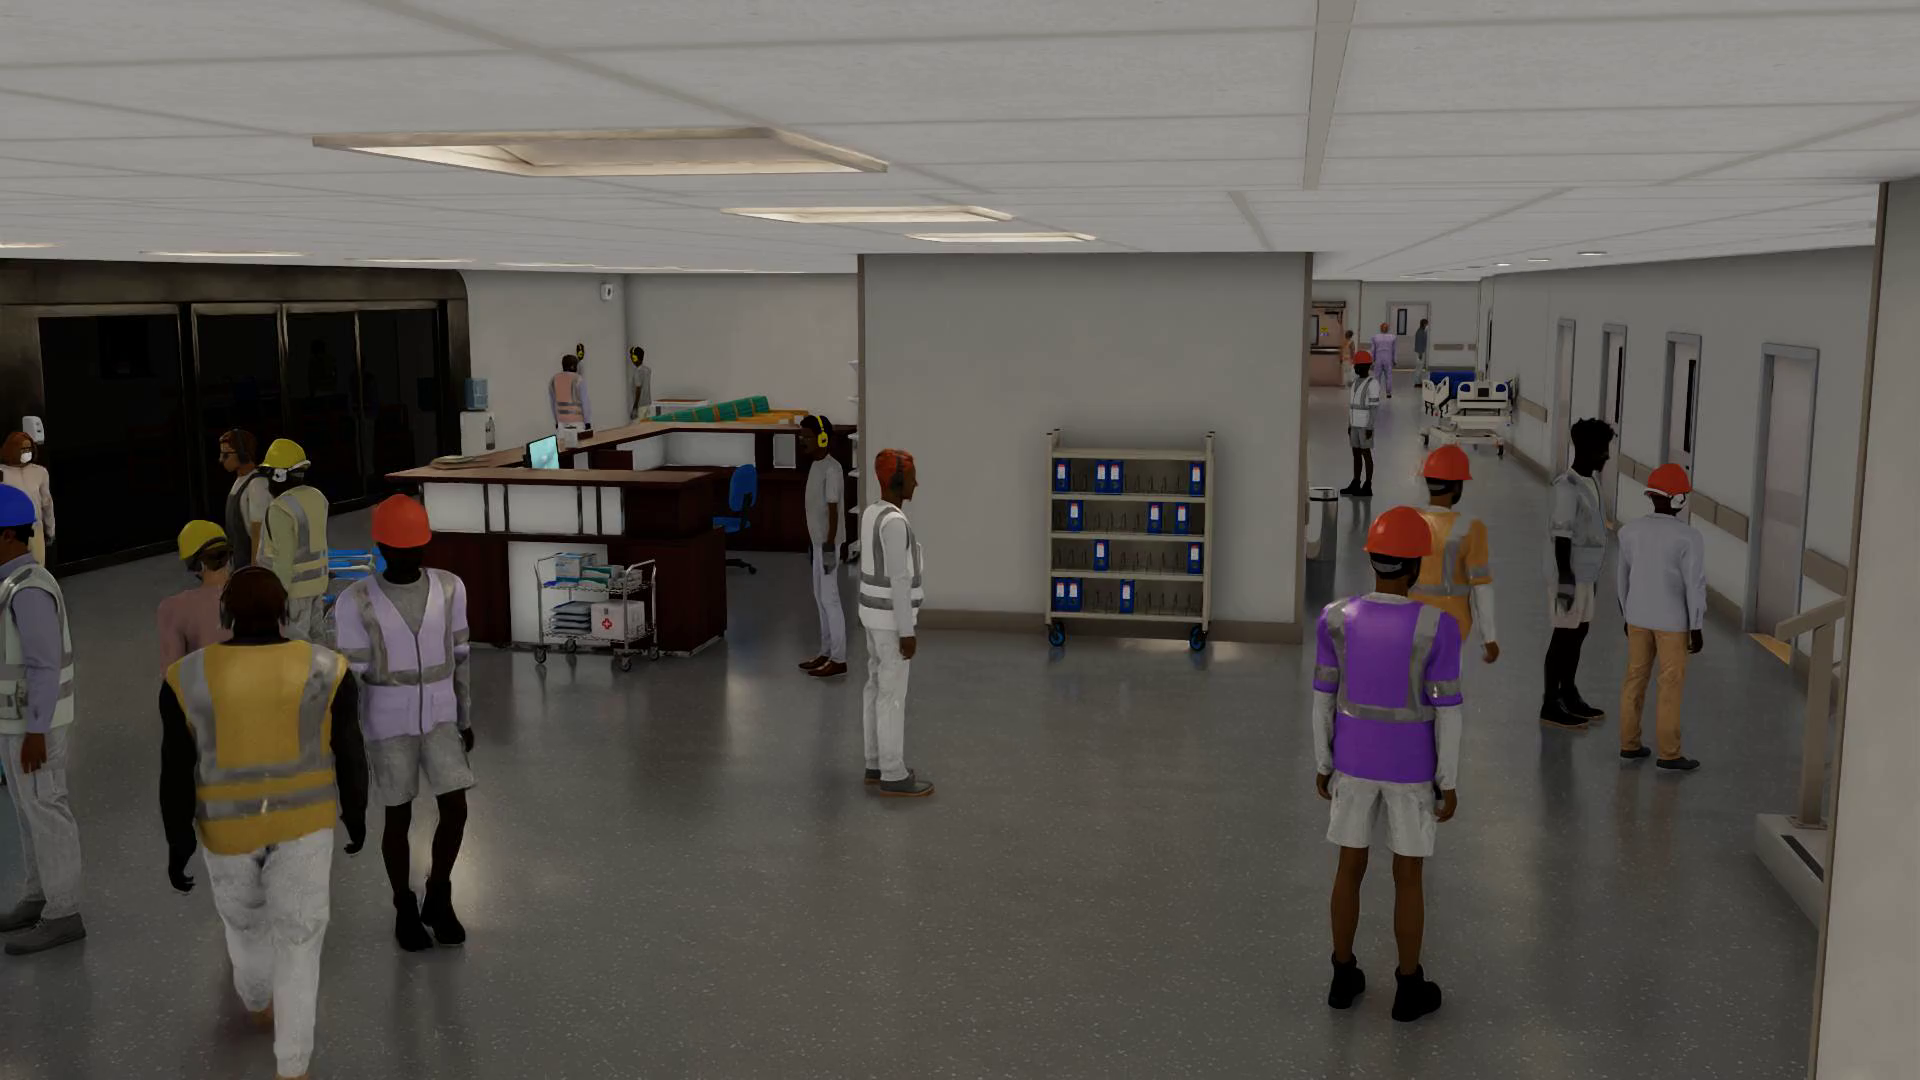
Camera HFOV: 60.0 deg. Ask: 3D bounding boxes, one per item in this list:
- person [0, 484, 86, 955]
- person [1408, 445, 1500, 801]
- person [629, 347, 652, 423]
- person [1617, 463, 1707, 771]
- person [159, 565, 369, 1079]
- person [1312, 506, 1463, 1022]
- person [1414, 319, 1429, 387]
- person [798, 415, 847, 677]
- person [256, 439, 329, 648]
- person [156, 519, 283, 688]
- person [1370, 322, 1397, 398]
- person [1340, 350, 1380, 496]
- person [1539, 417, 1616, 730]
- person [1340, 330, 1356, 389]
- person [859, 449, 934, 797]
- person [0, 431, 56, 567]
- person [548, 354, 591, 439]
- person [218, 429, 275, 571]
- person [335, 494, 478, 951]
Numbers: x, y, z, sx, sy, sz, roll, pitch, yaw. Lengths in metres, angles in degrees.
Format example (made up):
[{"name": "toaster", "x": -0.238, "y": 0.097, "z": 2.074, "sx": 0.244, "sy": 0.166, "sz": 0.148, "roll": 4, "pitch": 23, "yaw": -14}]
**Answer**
[{"name": "person", "x": -3.903, "y": 0.731, "z": 6.937, "sx": 0.388, "sy": 1.947, "sz": 0.611, "roll": -7, "pitch": 11, "yaw": -39}, {"name": "person", "x": 2.584, "y": 0.452, "z": 8.867, "sx": 0.560, "sy": 1.917, "sz": 0.563, "roll": -7, "pitch": 11, "yaw": -39}, {"name": "person", "x": -4.929, "y": -2.043, "z": 25.632, "sx": 0.328, "sy": 1.865, "sz": 0.521, "roll": 2, "pitch": 9, "yaw": 13}, {"name": "person", "x": 4.021, "y": 0.436, "z": 9.520, "sx": 0.318, "sy": 1.756, "sz": 0.561, "roll": -5, "pitch": 10, "yaw": -29}, {"name": "person", "x": -2.416, "y": 0.971, "z": 5.832, "sx": 0.654, "sy": 1.794, "sz": 0.959, "roll": -3, "pitch": 9, "yaw": -20}, {"name": "person", "x": 1.613, "y": 0.835, "z": 6.277, "sx": 0.553, "sy": 1.935, "sz": 0.361, "roll": 5, "pitch": 10, "yaw": 30}, {"name": "person", "x": 12.928, "y": -5.237, "z": 46.617, "sx": 0.384, "sy": 1.930, "sz": 0.634, "roll": 3, "pitch": 9, "yaw": 22}, {"name": "person", "x": -0.977, "y": 0.039, "z": 11.826, "sx": 0.326, "sy": 1.862, "sz": 0.509, "roll": -3, "pitch": 9, "yaw": -19}, {"name": "person", "x": -4.100, "y": 0.292, "z": 10.229, "sx": 0.403, "sy": 1.833, "sz": 0.586, "roll": 0, "pitch": 9, "yaw": 2}, {"name": "person", "x": -3.308, "y": 0.764, "z": 7.527, "sx": 0.544, "sy": 1.707, "sz": 0.886, "roll": -4, "pitch": 10, "yaw": -27}, {"name": "person", "x": 10.719, "y": -4.548, "z": 42.103, "sx": 0.655, "sy": 1.906, "sz": 0.407, "roll": 2, "pitch": 9, "yaw": 10}, {"name": "person", "x": 5.319, "y": -1.545, "z": 22.078, "sx": 0.357, "sy": 1.938, "sz": 0.542, "roll": -3, "pitch": 9, "yaw": -20}, {"name": "person", "x": 3.862, "y": 0.205, "z": 10.419, "sx": 0.385, "sy": 1.955, "sz": 0.608, "roll": 6, "pitch": 11, "yaw": 36}, {"name": "person", "x": 10.673, "y": -4.941, "z": 45.670, "sx": 0.439, "sy": 1.623, "sz": 0.520, "roll": -3, "pitch": 9, "yaw": -21}, {"name": "person", "x": -0.367, "y": 0.446, "z": 9.038, "sx": 0.355, "sy": 1.884, "sz": 0.572, "roll": -3, "pitch": 9, "yaw": -18}, {"name": "person", "x": -7.444, "y": -0.053, "z": 13.224, "sx": 0.285, "sy": 1.627, "sz": 0.504, "roll": 5, "pitch": 10, "yaw": 30}, {"name": "person", "x": -5.398, "y": -1.660, "z": 23.164, "sx": 0.627, "sy": 1.844, "sz": 0.429, "roll": 3, "pitch": 9, "yaw": 21}, {"name": "person", "x": -4.691, "y": 0.187, "z": 10.939, "sx": 0.383, "sy": 1.836, "sz": 0.513, "roll": -6, "pitch": 11, "yaw": -35}, {"name": "person", "x": -2.238, "y": 0.763, "z": 6.814, "sx": 0.564, "sy": 1.916, "sz": 0.519, "roll": -6, "pitch": 11, "yaw": -36}]
